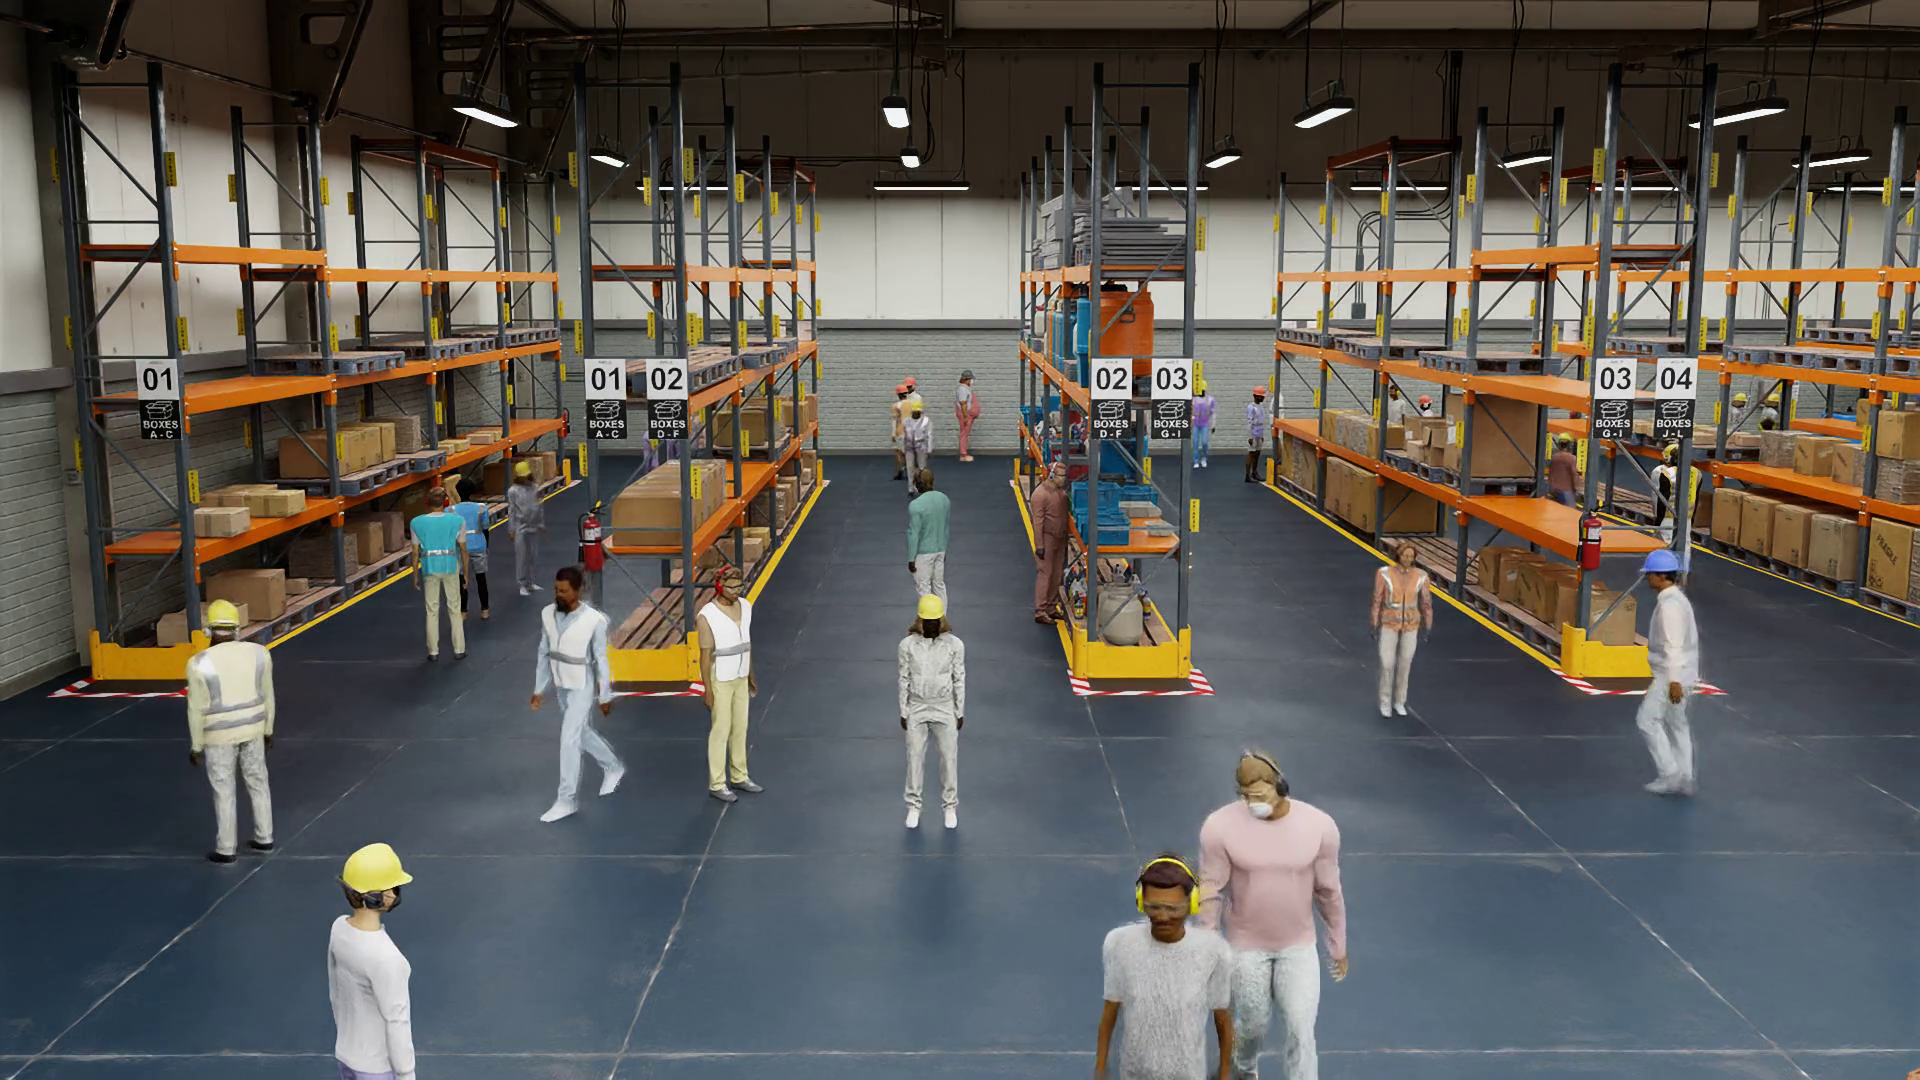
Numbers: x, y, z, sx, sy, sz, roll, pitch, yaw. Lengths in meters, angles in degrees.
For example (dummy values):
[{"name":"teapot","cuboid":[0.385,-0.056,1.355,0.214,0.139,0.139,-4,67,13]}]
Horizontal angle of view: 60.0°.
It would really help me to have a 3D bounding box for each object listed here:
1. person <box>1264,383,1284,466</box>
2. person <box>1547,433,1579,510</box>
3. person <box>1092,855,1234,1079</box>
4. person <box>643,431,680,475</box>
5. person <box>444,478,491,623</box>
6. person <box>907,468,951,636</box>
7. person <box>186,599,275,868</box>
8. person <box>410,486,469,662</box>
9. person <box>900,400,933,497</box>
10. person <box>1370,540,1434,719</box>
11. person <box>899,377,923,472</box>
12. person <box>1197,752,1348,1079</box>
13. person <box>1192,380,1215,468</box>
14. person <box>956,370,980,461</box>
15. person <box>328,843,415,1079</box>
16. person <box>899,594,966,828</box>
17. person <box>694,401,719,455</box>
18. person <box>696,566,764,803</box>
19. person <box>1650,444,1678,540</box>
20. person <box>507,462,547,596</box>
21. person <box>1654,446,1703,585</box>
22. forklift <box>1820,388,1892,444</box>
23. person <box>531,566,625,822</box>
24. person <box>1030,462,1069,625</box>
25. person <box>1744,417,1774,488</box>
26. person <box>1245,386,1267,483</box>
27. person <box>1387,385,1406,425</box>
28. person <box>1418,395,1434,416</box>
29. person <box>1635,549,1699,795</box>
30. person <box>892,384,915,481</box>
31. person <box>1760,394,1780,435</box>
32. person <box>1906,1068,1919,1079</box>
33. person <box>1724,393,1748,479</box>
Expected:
[{"name":"person","cuboid":[6.760,-2.528,35.761,0.375,1.932,0.554,0,9,-1]},{"name":"person","cuboid":[9.020,-0.728,24.839,0.416,1.725,0.630,-5,10,-30]},{"name":"person","cuboid":[0.752,2.088,6.328,0.532,1.856,0.388,3,9,17]},{"name":"person","cuboid":[-4.751,-1.115,26.664,0.627,1.933,0.371,-2,9,-11]},{"name":"person","cuboid":[-5.754,0.121,19.466,0.530,1.697,0.321,-5,10,-28]},{"name":"person","cuboid":[-0.359,0.157,18.509,0.377,1.929,0.633,7,11,39]},{"name":"person","cuboid":[-4.980,1.313,11.379,0.403,1.827,0.600,8,12,41]},{"name":"person","cuboid":[-5.449,0.360,17.452,0.569,1.843,0.374,-3,9,-16]},{"name":"person","cuboid":[-0.809,-1.700,30.872,0.611,1.803,0.589,2,9,10]},{"name":"person","cuboid":[4.042,0.822,15.146,0.547,1.622,0.519,0,9,1]},{"name":"person","cuboid":[-1.036,-2.412,34.811,0.389,1.991,0.622,-7,11,-39]},{"name":"person","cuboid":[1.439,1.858,7.692,0.688,1.896,0.787,1,9,6]},{"name":"person","cuboid":[5.123,-2.465,35.449,0.621,1.903,0.557,1,9,8]},{"name":"person","cuboid":[0.177,-2.774,36.988,0.536,2.000,0.688,0,9,1]},{"name":"person","cuboid":[-2.325,2.075,6.678,0.314,1.767,0.534,-9,12,-44]},{"name":"person","cuboid":[-0.205,1.247,12.112,0.486,1.736,0.320,0,9,2]},{"name":"person","cuboid":[-4.579,-1.683,30.700,0.644,1.800,0.903,0,9,-2]},{"name":"person","cuboid":[-1.795,1.093,12.792,0.408,1.830,0.579,5,10,30]},{"name":"person","cuboid":[9.478,-0.378,22.257,0.588,1.829,0.404,-6,11,-35]},{"name":"person","cuboid":[-5.548,-0.155,21.223,0.529,1.715,0.560,8,12,41]},{"name":"person","cuboid":[9.365,-0.310,21.782,0.627,1.844,0.429,-3,9,-19]},{"name":"forklift","cuboid":[20.072,-3.110,36.462,1.873,2.768,1.129,0,9,0]},{"name":"person","cuboid":[-2.865,1.102,12.586,0.594,1.885,0.936,6,11,35]},{"name":"person","cuboid":[1.082,0.030,19.435,0.401,1.893,0.654,6,11,34]},{"name":"person","cuboid":[12.666,-1.011,26.217,0.534,1.862,0.489,0,9,-2]},{"name":"person","cuboid":[5.884,-2.086,32.928,0.383,1.928,0.545,6,11,35]},{"name":"person","cuboid":[8.977,-2.273,34.354,0.340,1.867,0.517,-6,11,-35]},{"name":"person","cuboid":[9.164,-1.979,32.816,0.336,1.745,0.563,3,9,20]},{"name":"person","cuboid":[5.487,1.034,12.893,0.540,1.915,0.630,5,10,27]},{"name":"person","cuboid":[-1.082,-2.162,33.422,0.657,1.923,0.401,-5,10,-28]},{"name":"person","cuboid":[16.357,-2.091,33.592,0.320,1.731,0.489,0,9,-3]},{"name":"person","cuboid":[2.977,2.392,5.100,0.287,1.627,0.497,5,10,28]},{"name":"person","cuboid":[15.737,-2.109,33.706,0.342,1.735,0.483,5,10,28]}]
